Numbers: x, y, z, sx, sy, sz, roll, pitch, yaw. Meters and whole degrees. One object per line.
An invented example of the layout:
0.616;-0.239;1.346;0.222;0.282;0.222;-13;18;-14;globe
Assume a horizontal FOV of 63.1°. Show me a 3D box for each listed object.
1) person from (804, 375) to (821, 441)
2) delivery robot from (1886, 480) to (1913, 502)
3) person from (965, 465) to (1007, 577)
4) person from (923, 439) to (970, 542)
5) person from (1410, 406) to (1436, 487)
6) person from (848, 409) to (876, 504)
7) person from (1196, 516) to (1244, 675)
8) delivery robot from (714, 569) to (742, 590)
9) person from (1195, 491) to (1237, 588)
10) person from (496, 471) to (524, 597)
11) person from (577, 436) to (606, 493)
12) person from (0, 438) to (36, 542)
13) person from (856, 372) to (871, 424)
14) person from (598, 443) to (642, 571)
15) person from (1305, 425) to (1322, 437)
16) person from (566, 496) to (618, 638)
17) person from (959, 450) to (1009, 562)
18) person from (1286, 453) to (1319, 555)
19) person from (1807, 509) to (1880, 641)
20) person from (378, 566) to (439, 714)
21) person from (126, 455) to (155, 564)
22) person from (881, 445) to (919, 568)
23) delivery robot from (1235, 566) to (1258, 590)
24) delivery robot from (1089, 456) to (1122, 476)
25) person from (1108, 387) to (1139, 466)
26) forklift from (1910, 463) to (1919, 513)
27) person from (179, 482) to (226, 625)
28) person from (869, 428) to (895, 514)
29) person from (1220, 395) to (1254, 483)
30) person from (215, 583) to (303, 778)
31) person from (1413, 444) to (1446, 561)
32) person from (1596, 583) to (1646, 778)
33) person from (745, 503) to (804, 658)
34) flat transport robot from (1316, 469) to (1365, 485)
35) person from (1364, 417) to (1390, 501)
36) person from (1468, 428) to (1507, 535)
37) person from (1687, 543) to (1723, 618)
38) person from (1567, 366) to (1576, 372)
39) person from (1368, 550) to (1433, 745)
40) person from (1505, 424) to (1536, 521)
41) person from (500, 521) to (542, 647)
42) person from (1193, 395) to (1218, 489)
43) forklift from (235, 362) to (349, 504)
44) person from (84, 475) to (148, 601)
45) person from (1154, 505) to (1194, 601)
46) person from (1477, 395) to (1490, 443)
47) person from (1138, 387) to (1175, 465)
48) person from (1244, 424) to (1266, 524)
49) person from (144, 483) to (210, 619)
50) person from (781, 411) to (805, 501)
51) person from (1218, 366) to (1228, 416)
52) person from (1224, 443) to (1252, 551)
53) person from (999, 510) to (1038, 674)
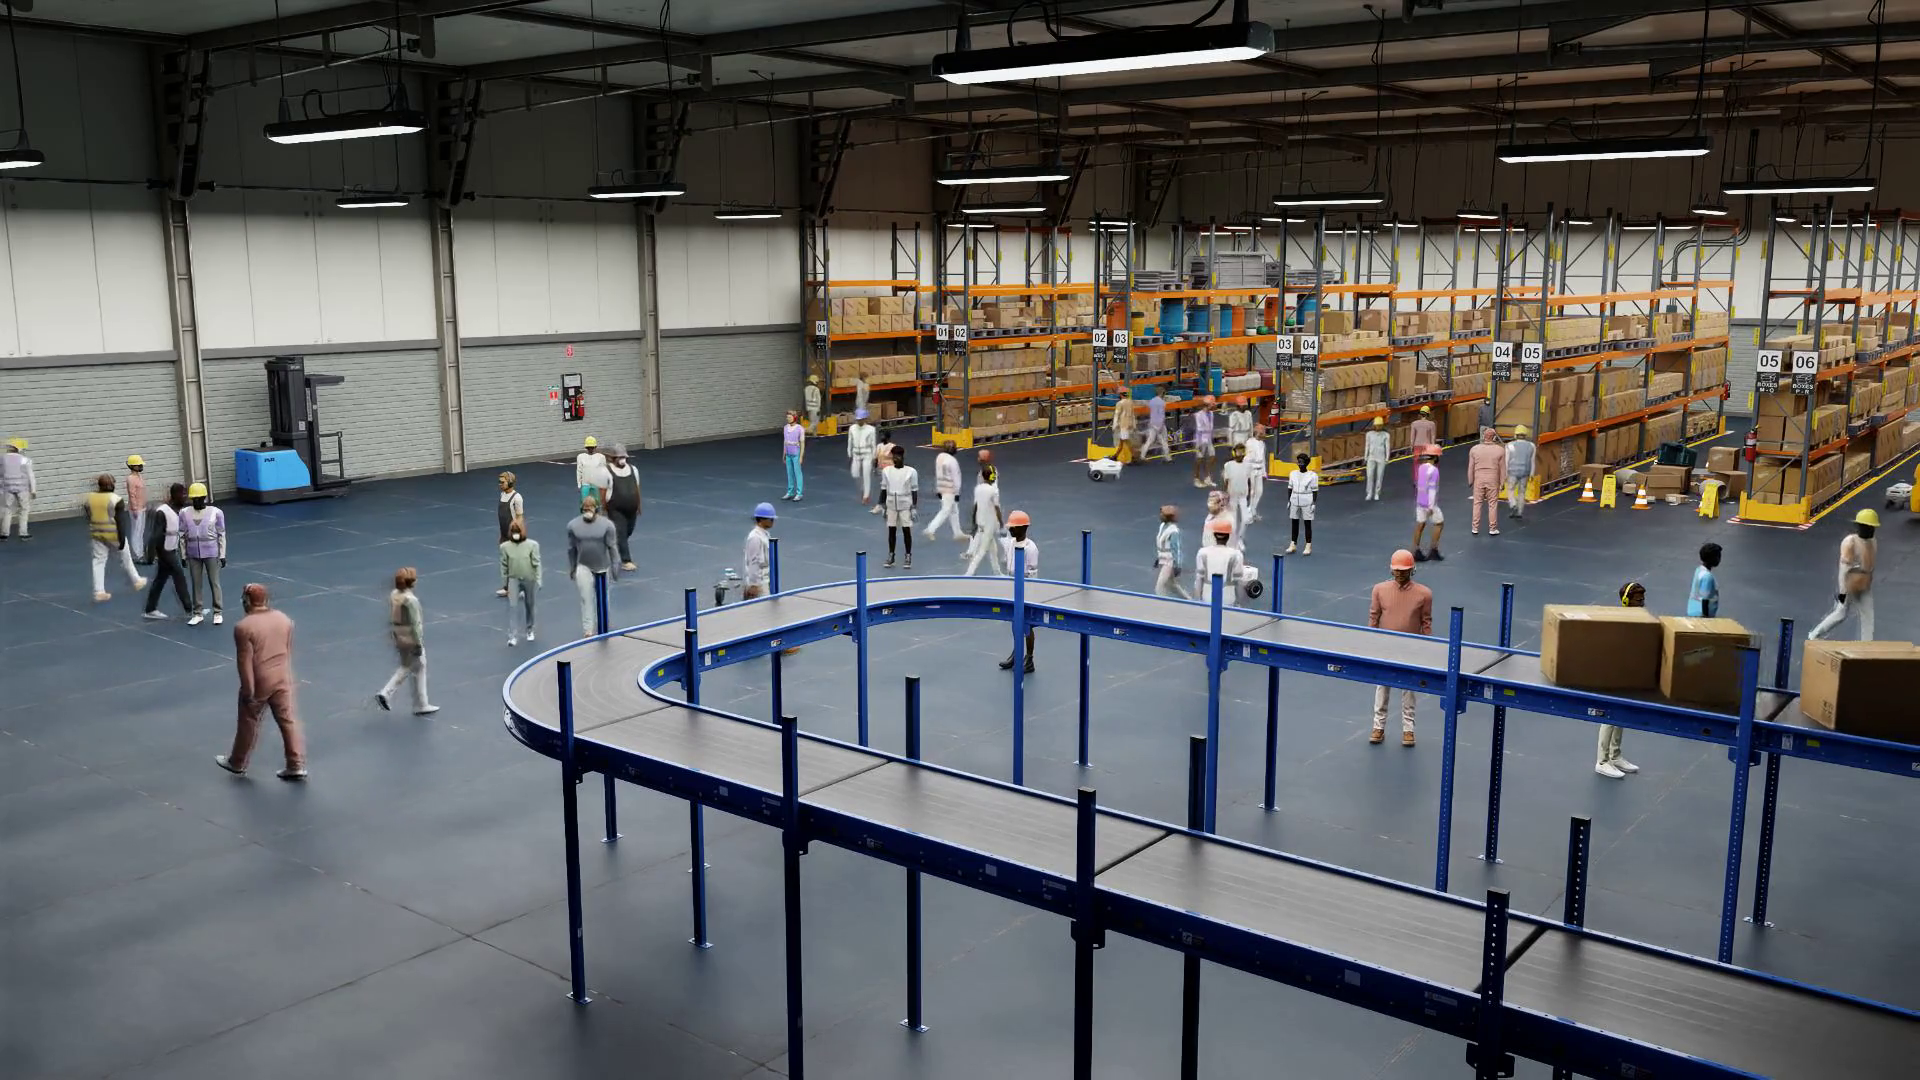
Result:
-4.026;-3.588;42.574;0.590;1.811;0.530;10;14;44;person
18.753;-0.958;31.152;0.707;0.478;0.477;-8;13;-40;delivery robot
0.383;-0.212;23.556;0.973;1.828;0.513;-7;12;-34;person
-0.245;-0.861;27.229;0.879;1.812;0.635;-4;11;-23;person
10.028;-2.025;33.891;0.532;1.767;0.328;5;11;28;person
-1.976;-1.696;31.577;0.648;1.926;0.512;4;11;20;person
3.003;0.693;18.209;0.549;1.918;0.764;4;11;22;person
-3.258;0.523;22.086;0.335;0.223;0.698;1;10;7;delivery robot
3.352;0.278;20.595;0.560;1.878;0.666;-3;11;-17;person
-6.533;-0.081;22.727;0.508;1.846;0.345;9;13;41;person
-6.603;-0.987;28.061;0.523;1.765;0.322;-2;10;-9;person
-16.567;-0.878;27.382;0.732;1.793;0.424;-2;10;-12;person
-2.643;-3.664;42.755;0.469;1.895;0.670;4;11;19;person
-5.438;-0.564;25.017;0.684;2.000;0.914;-9;14;-42;person
9.893;-3.699;43.714;0.525;1.621;0.555;8;13;38;person
-4.747;0.329;20.298;0.648;1.901;0.921;-1;10;-6;person
0.480;-0.550;25.394;0.979;1.846;0.595;6;11;28;person
5.700;-0.605;26.095;0.541;1.696;0.316;7;13;36;person
10.926;0.529;19.175;0.599;1.896;0.915;-5;11;-25;person
-5.945;1.089;16.769;0.533;1.622;0.531;9;14;42;person
-13.296;-0.504;25.335;0.313;1.768;0.527;-2;10;-13;person
-0.955;-0.533;25.003;0.646;1.973;0.514;3;10;16;person
3.983;0.523;22.814;0.707;0.478;0.477;-5;11;-24;delivery robot
3.256;-1.644;35.014;0.707;0.478;0.477;-1;10;-4;delivery robot
3.957;-2.740;37.643;1.038;1.869;0.604;10;14;43;person
19.034;-1.348;28.998;2.313;2.155;1.214;8;13;37;forklift
-10.171;0.180;21.017;0.585;1.930;0.365;-1;10;-8;person
-1.434;-1.349;30.414;0.886;1.649;0.543;-9;13;-40;person
6.066;-2.188;34.185;0.610;1.995;1.022;-8;13;-39;person
-6.628;1.323;14.766;0.960;1.859;0.670;5;11;24;person
7.688;-0.606;25.474;0.657;1.913;0.547;-3;10;-16;person
6.297;1.312;14.855;0.520;1.865;0.318;-10;14;-44;person
-2.330;0.497;19.262;0.808;1.913;0.640;0;10;2;person
8.298;-1.406;34.732;1.431;0.197;0.652;-8;13;-39;flat transport robot
8.472;-1.633;31.826;0.508;1.701;0.849;4;11;20;person
9.427;-1.044;27.978;0.653;1.904;0.405;5;11;26;person
8.482;0.866;17.835;0.339;1.687;0.535;4;11;19;person
17.944;-4.223;45.963;0.402;1.883;0.601;5;11;26;person
4.432;1.075;15.797;0.624;1.993;0.385;3;11;18;person
10.538;-1.271;29.513;0.597;1.818;0.422;1;10;7;person
-5.570;0.554;19.869;0.519;1.591;0.843;-2;10;-10;person
5.314;-2.102;33.658;0.676;2.007;0.679;9;14;43;person
-13.803;-2.244;32.110;1.129;2.768;1.873;8;13;37;forklift
-12.330;-0.064;22.773;0.626;1.795;0.944;1;10;4;person
2.888;0.314;21.162;0.750;1.609;0.517;-1;10;-6;person
13.008;-2.794;38.590;0.498;1.633;0.278;7;12;33;person
4.691;-2.739;37.601;0.964;1.888;0.631;-6;12;-30;person
5.482;-1.240;29.263;0.377;1.853;0.674;9;14;42;person
-10.759;0.154;21.398;0.969;1.843;0.602;-1;10;-6;person
-3.394;-1.728;31.989;0.564;1.848;0.388;8;13;40;person
8.346;-4.724;49.587;0.512;1.579;0.880;7;12;33;person
4.644;-0.702;26.193;0.525;1.852;0.430;-1;10;-4;person
0.700;0.606;18.598;0.359;1.938;0.547;-6;12;-30;person
